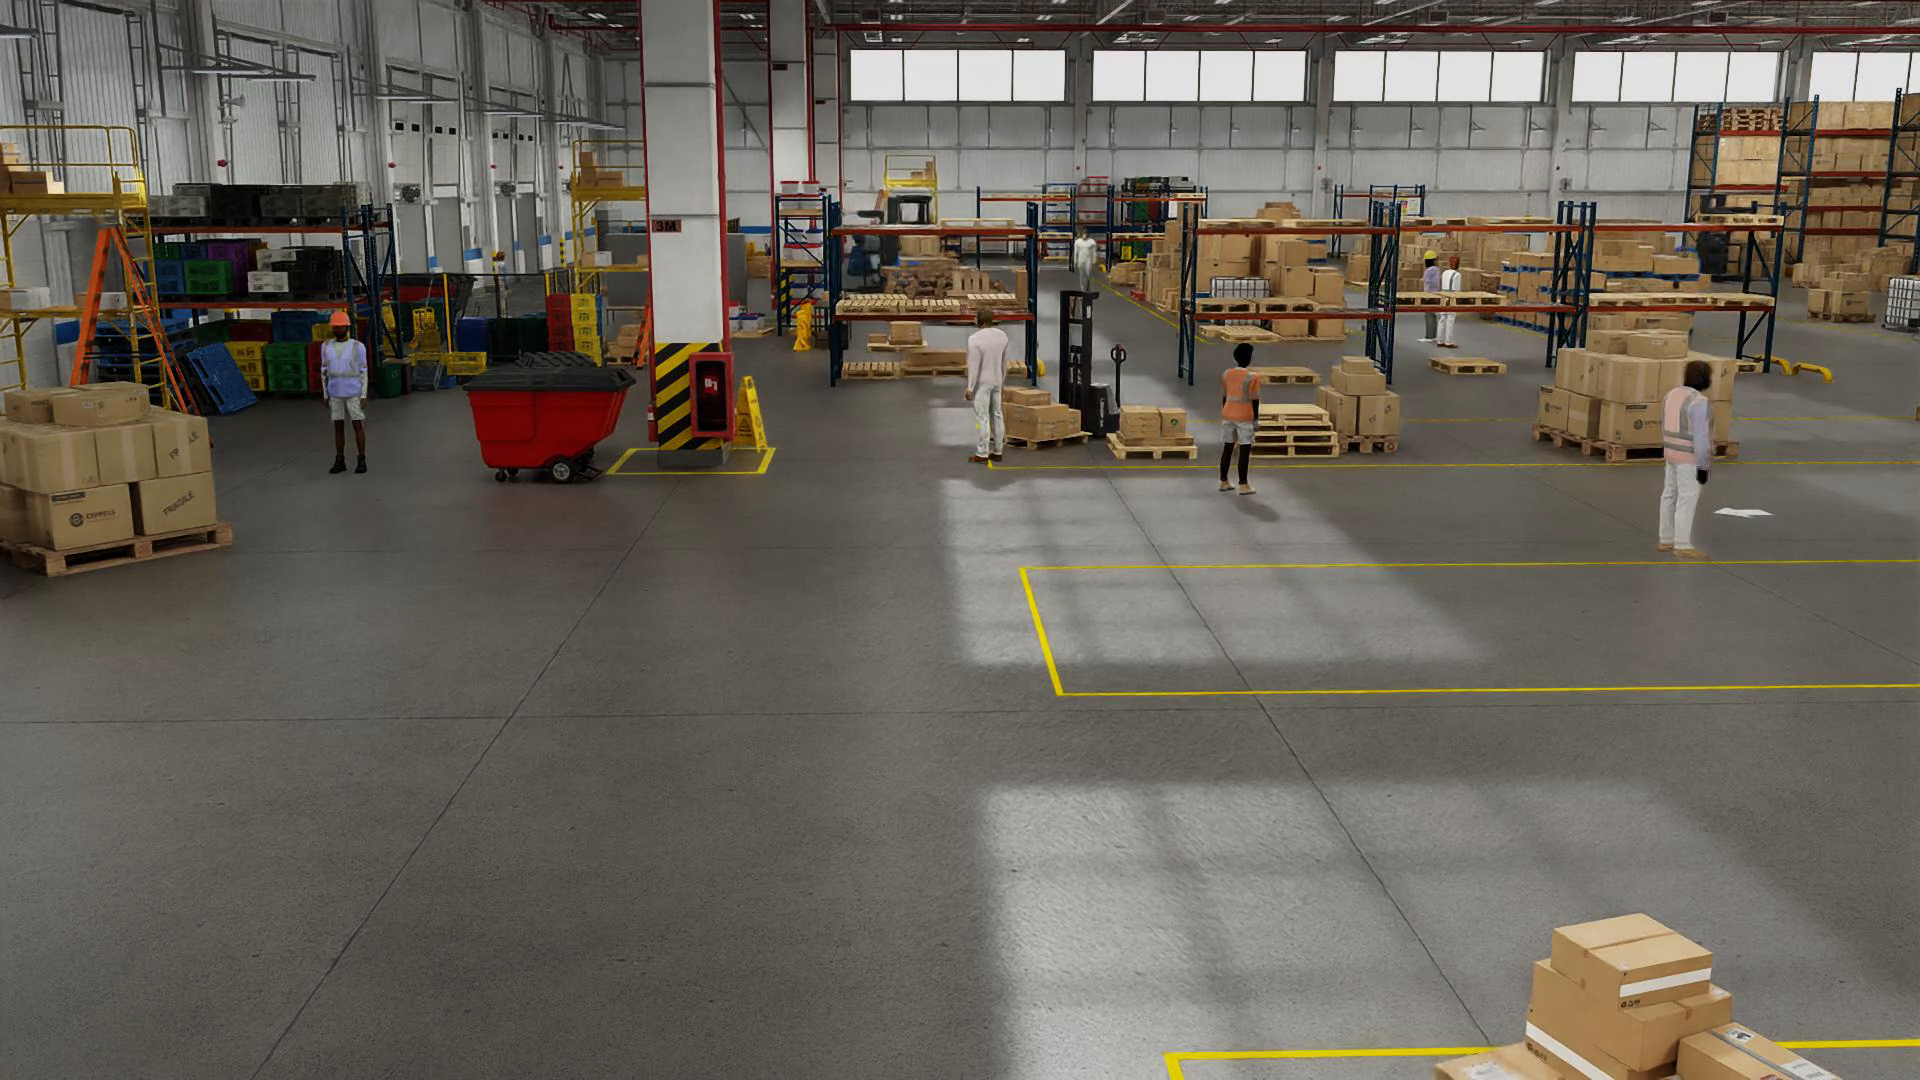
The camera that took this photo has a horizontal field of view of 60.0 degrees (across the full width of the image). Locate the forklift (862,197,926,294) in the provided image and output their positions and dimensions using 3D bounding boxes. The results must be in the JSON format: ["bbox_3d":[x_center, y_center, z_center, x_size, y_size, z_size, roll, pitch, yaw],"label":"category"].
[{"bbox_3d":[-1.942,-8.638,48.720,1.873,2.768,1.129,0,12,-2],"label":"forklift"}]

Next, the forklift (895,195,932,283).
[{"bbox_3d":[-1.569,-9.445,52.366,1.129,2.768,1.873,-2,13,-9],"label":"forklift"}]

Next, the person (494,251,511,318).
[{"bbox_3d":[-11.265,-6.262,40.842,0.313,1.634,0.514,-10,16,-39],"label":"person"}]

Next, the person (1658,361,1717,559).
[{"bbox_3d":[6.778,-0.745,15.482,0.429,1.835,0.644,-1,13,-6],"label":"person"}]

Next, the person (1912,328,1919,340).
[{"bbox_3d":[20.853,-5.061,35.495,0.851,1.596,0.530,-3,13,-15],"label":"person"}]

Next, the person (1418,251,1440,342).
[{"bbox_3d":[9.910,-5.136,35.117,0.399,1.919,0.581,8,15,32],"label":"person"}]

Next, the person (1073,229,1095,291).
[{"bbox_3d":[3.606,-8.086,48.433,0.647,1.906,0.819,1,13,6],"label":"person"}]

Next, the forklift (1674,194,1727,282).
[{"bbox_3d":[24.445,-9.866,54.266,1.129,2.768,1.873,-7,14,-29],"label":"forklift"}]

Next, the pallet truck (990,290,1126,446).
[{"bbox_3d":[1.257,-2.299,22.111,1.885,1.965,0.823,-9,15,-35],"label":"pallet truck"}]

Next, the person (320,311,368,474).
[{"bbox_3d":[-7.313,-1.752,19.768,0.545,1.942,0.352,0,12,0],"label":"person"}]

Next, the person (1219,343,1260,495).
[{"bbox_3d":[3.117,-1.351,18.541,0.321,1.694,0.535,-11,16,-39],"label":"person"}]

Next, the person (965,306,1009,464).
[{"bbox_3d":[0.319,-1.898,20.435,0.627,1.940,0.372,-12,17,-42],"label":"person"}]

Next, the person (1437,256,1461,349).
[{"bbox_3d":[9.954,-4.820,33.780,0.355,1.876,0.574,-4,13,-19],"label":"person"}]

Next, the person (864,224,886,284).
[{"bbox_3d":[-2.715,-9.098,53.009,0.634,1.906,0.891,-8,15,-31],"label":"person"}]
